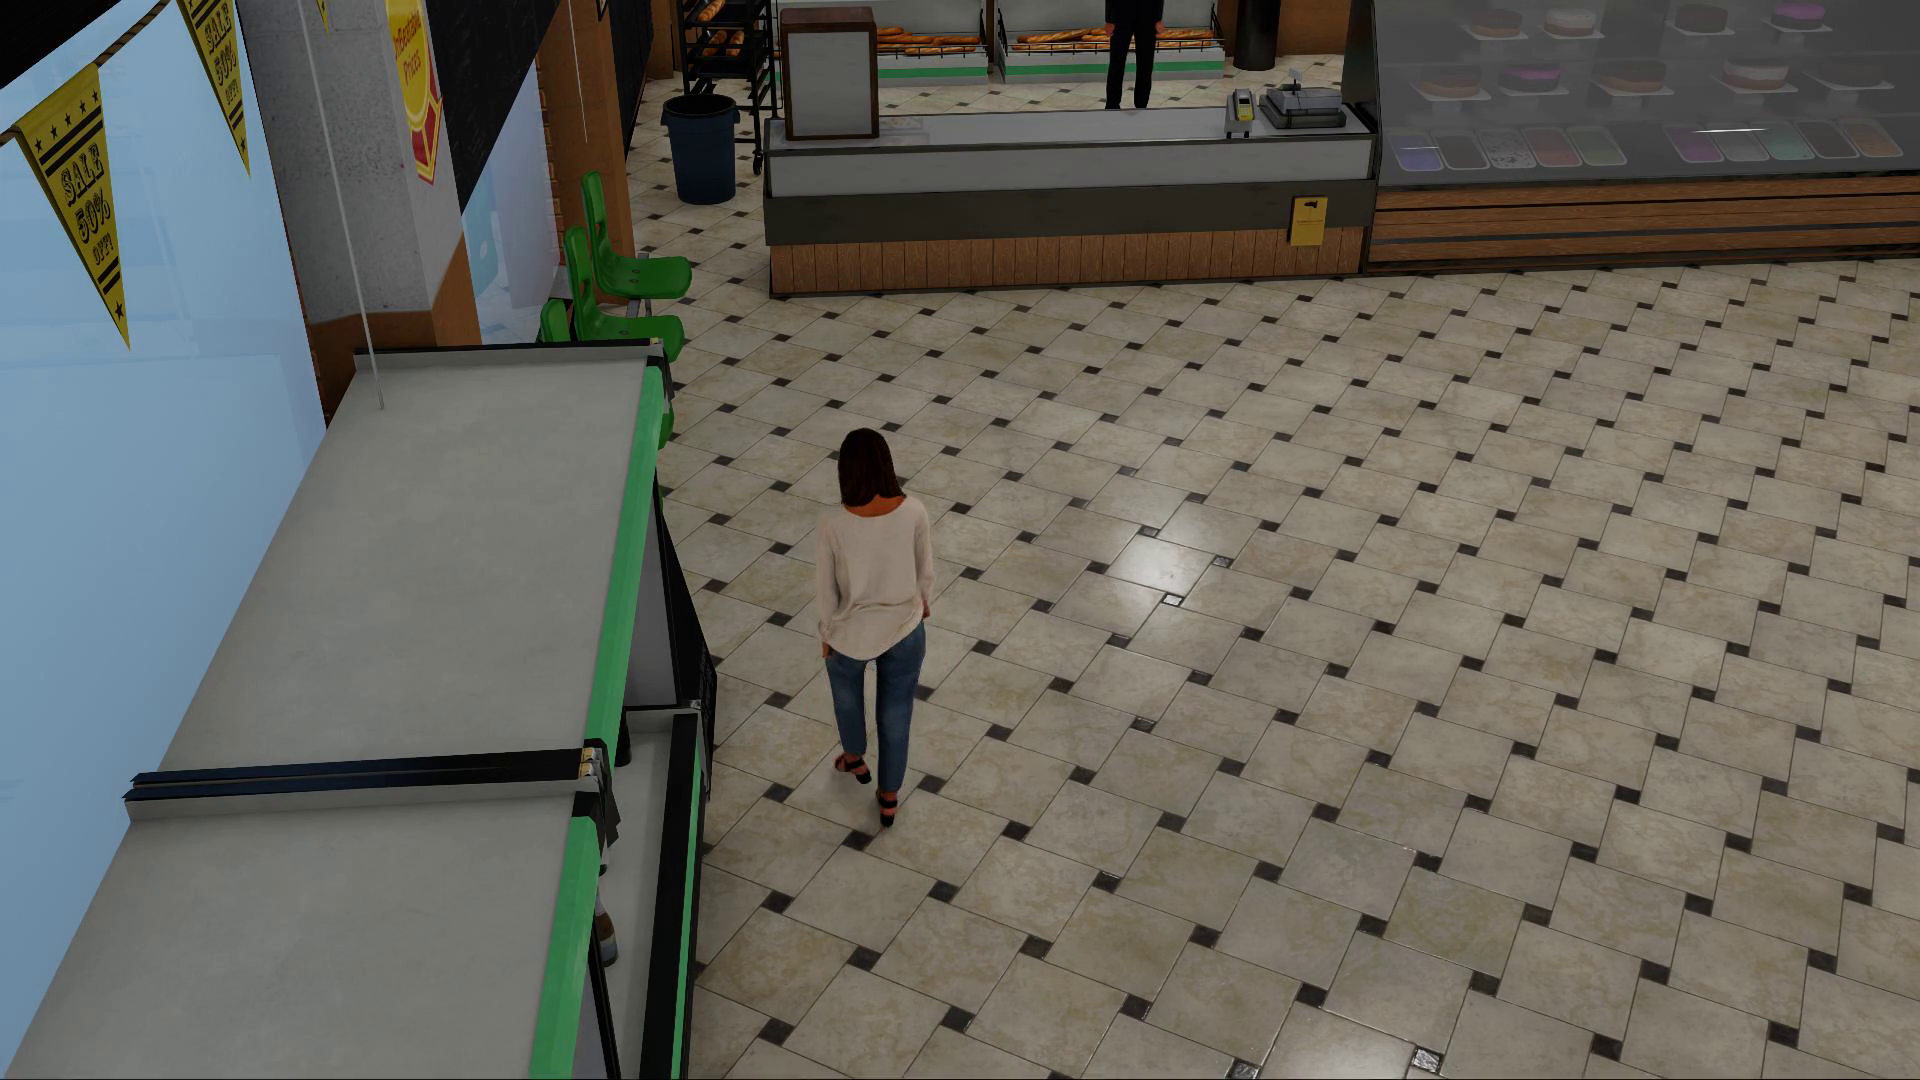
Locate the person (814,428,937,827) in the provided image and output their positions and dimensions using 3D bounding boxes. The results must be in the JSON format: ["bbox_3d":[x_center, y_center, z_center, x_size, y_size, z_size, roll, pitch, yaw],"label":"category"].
[{"bbox_3d":[-0.299,0.386,6.223,0.656,1.667,0.704,-5,32,-8],"label":"person"}]

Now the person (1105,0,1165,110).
[{"bbox_3d":[1.420,-4.241,13.471,0.630,1.867,0.559,-3,32,-5],"label":"person"}]
